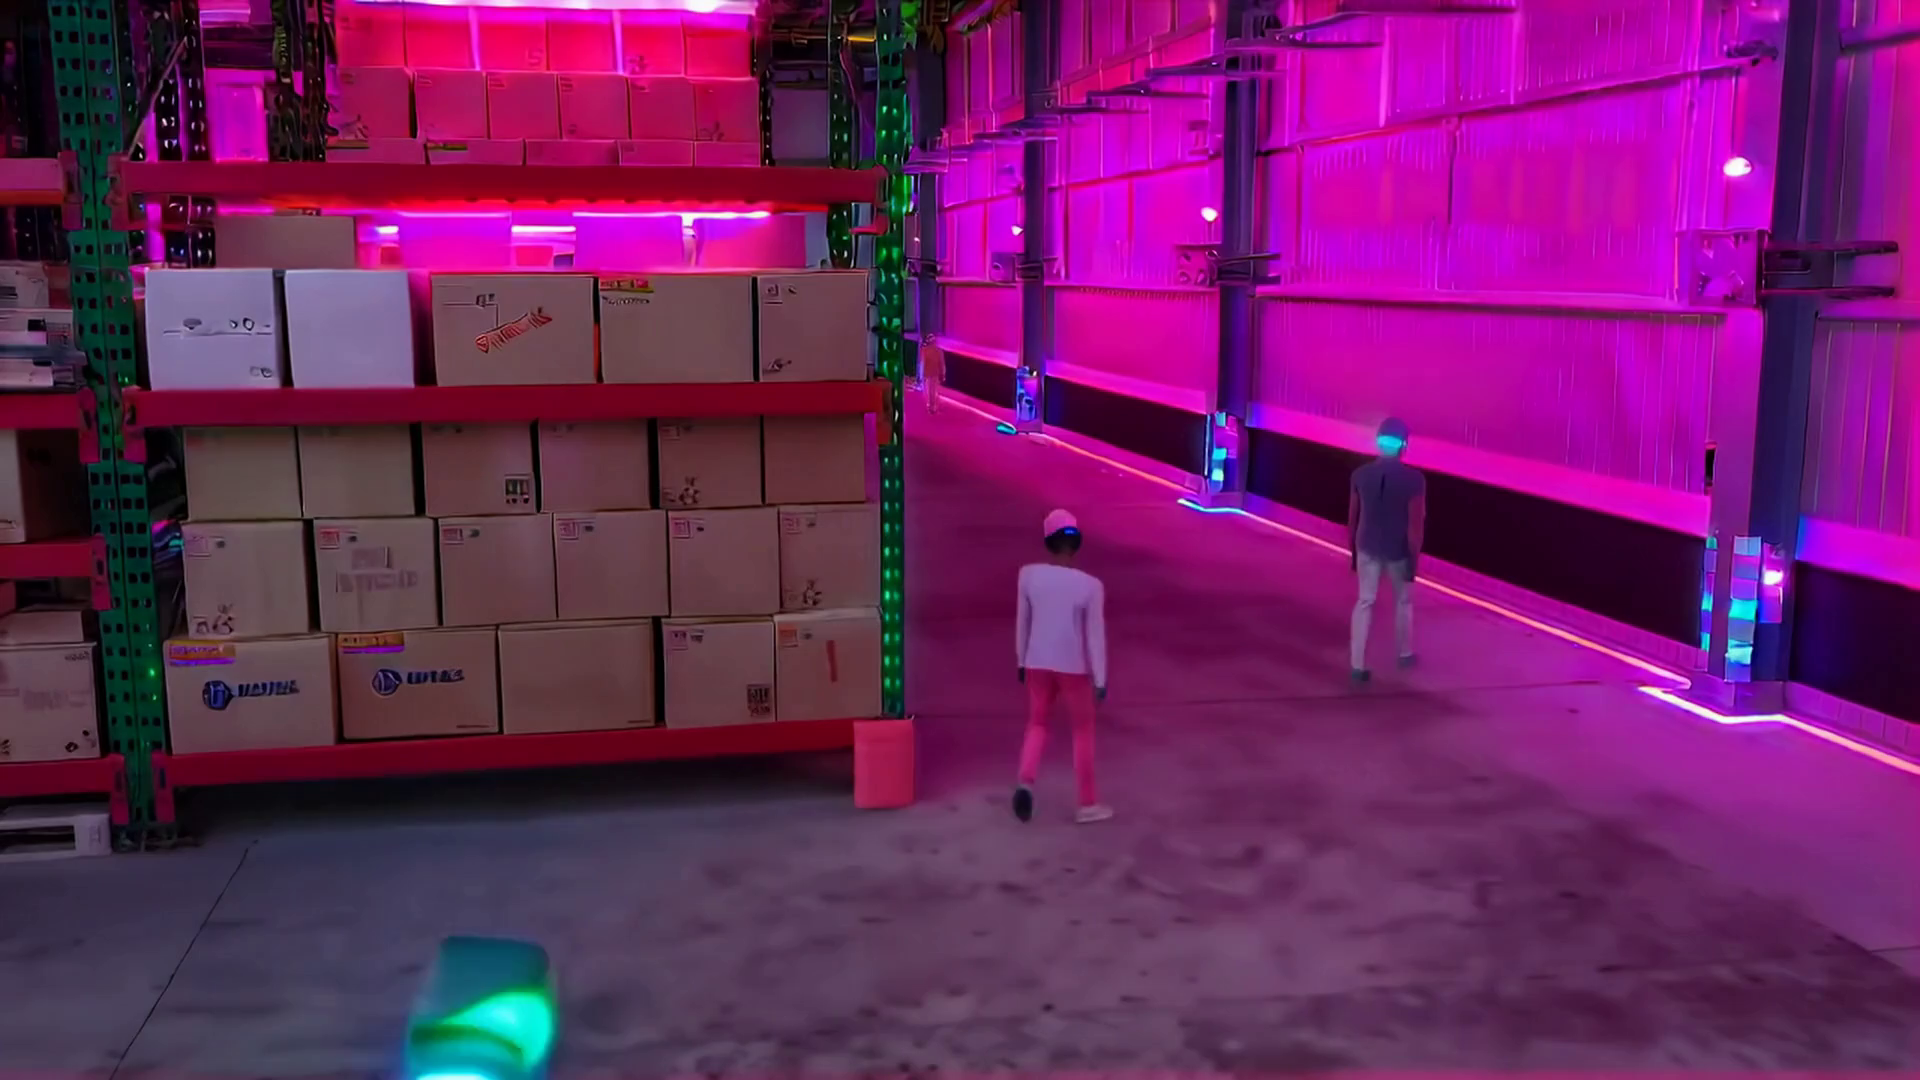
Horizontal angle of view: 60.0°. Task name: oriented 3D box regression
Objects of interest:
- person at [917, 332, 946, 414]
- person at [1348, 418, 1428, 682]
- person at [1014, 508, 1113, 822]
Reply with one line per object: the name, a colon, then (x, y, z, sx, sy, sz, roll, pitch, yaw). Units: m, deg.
person: (-0.575, -3.408, 34.105, 0.594, 1.723, 0.668, -1, 9, -9)
person: (3.147, 0.070, 12.292, 0.614, 1.941, 1.050, 6, 11, 30)
person: (0.523, 0.700, 8.971, 0.555, 1.743, 0.601, 6, 11, 31)
